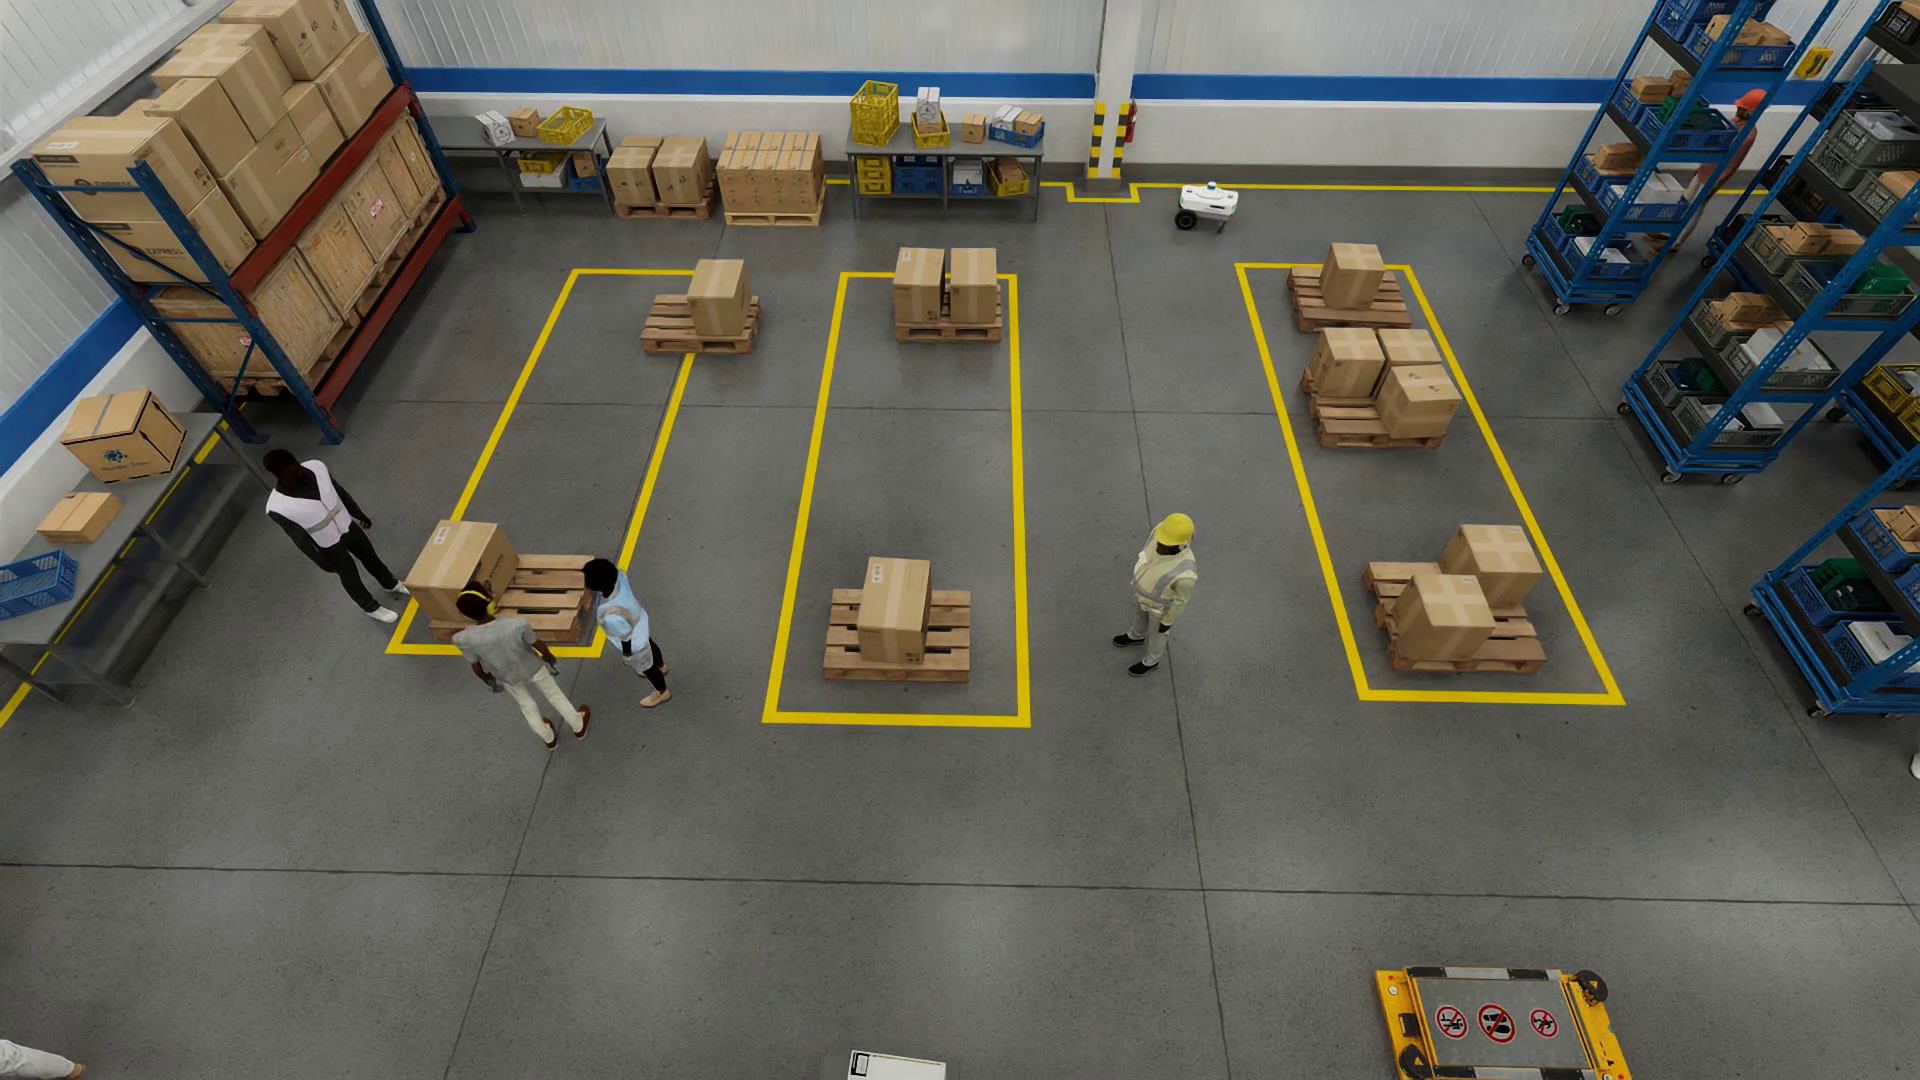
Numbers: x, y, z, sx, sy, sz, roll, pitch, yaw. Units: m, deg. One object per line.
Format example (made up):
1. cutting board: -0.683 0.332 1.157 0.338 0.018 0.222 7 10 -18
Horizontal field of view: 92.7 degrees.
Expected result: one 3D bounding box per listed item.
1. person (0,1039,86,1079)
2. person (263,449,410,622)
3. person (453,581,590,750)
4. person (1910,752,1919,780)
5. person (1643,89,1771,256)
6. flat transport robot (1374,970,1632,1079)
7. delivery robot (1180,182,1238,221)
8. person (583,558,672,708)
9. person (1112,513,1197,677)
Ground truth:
1. person: -5.700 2.961 5.055 0.430 1.835 0.619 -5 51 -4
2. person: -5.094 -0.047 7.458 0.384 1.910 0.592 8 51 6
3. person: -3.200 0.948 6.674 0.526 1.865 0.315 -17 53 -13
4. person: 7.625 1.355 6.498 0.524 1.628 0.319 23 54 18
5. person: 8.914 -4.341 10.905 0.392 1.991 0.612 12 52 10
6. flat transport robot: 3.501 3.133 5.914 1.431 0.197 0.652 1 51 1
7. delivery robot: 3.193 -4.357 11.780 0.707 0.478 0.477 11 52 9
8. person: -2.524 0.698 6.983 0.318 1.699 0.533 -12 52 -10
9. person: 1.521 0.416 7.125 0.404 1.837 0.590 -13 52 -10
